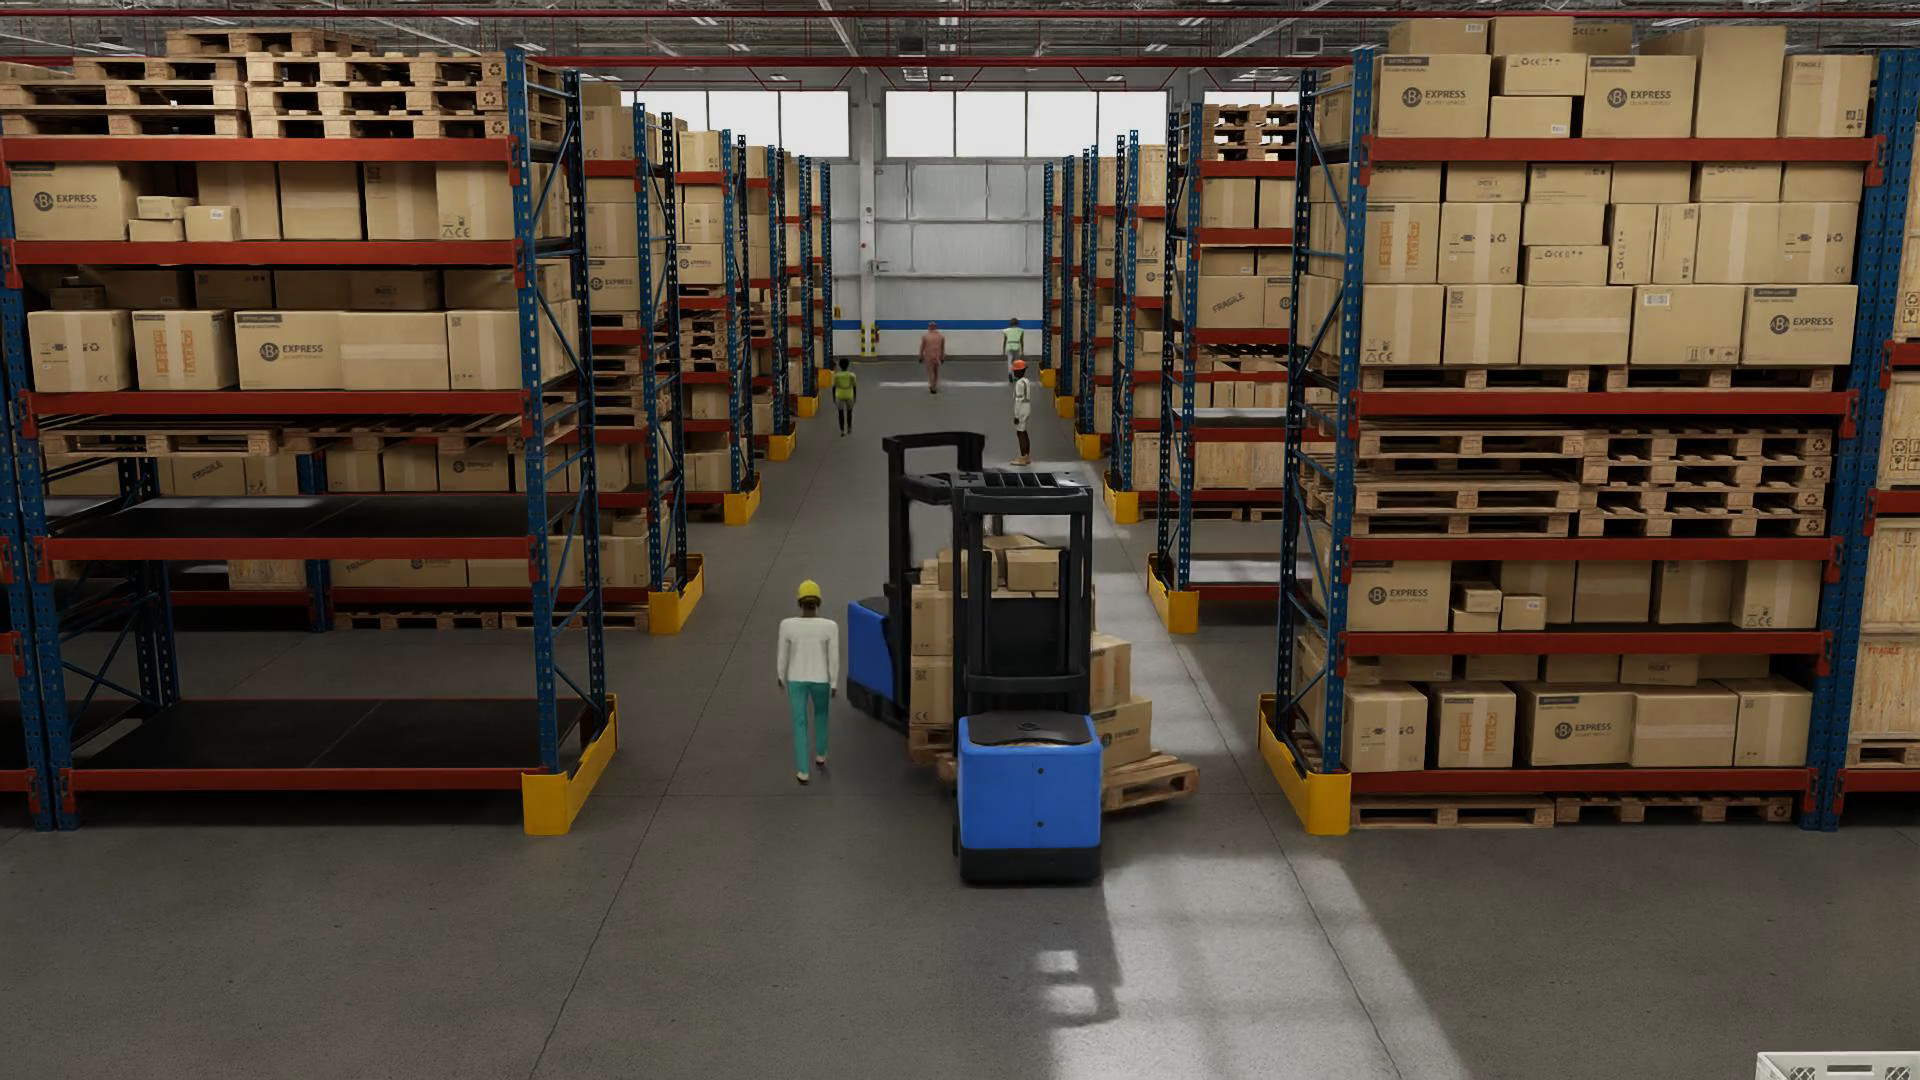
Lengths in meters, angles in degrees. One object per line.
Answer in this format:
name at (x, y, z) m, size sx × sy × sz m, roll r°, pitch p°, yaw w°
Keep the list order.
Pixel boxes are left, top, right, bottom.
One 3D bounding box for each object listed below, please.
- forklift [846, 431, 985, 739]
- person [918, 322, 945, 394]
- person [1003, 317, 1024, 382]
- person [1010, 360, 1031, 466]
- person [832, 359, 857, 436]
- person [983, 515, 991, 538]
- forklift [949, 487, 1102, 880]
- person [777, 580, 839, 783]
forklift at (-0.252, 0.377, 15.834) m, size 1.129 × 2.768 × 1.873 m, roll -6°, pitch 13°, yaw -29°
person at (-0.786, -4.854, 44.263) m, size 0.659 × 1.864 × 0.930 m, roll -5°, pitch 12°, yaw -23°
person at (1.512, -5.375, 46.995) m, size 0.576 × 1.822 × 0.796 m, roll 1°, pitch 11°, yaw 4°
person at (1.152, -2.438, 31.907) m, size 0.405 × 2.035 × 0.601 m, roll 3°, pitch 12°, yaw 14°
person at (-2.506, -3.107, 36.143) m, size 0.549 × 1.642 × 0.858 m, roll 0°, pitch 11°, yaw -1°
person at (0.182, 0.387, 18.735) m, size 0.548 × 1.686 × 0.449 m, roll 5°, pitch 13°, yaw 25°
forklift at (0.495, 0.986, 12.813) m, size 1.129 × 2.768 × 1.873 m, roll 0°, pitch 11°, yaw -2°
person at (-1.330, 1.205, 14.591) m, size 0.539 × 1.734 × 0.843 m, roll -1°, pitch 11°, yaw -6°
